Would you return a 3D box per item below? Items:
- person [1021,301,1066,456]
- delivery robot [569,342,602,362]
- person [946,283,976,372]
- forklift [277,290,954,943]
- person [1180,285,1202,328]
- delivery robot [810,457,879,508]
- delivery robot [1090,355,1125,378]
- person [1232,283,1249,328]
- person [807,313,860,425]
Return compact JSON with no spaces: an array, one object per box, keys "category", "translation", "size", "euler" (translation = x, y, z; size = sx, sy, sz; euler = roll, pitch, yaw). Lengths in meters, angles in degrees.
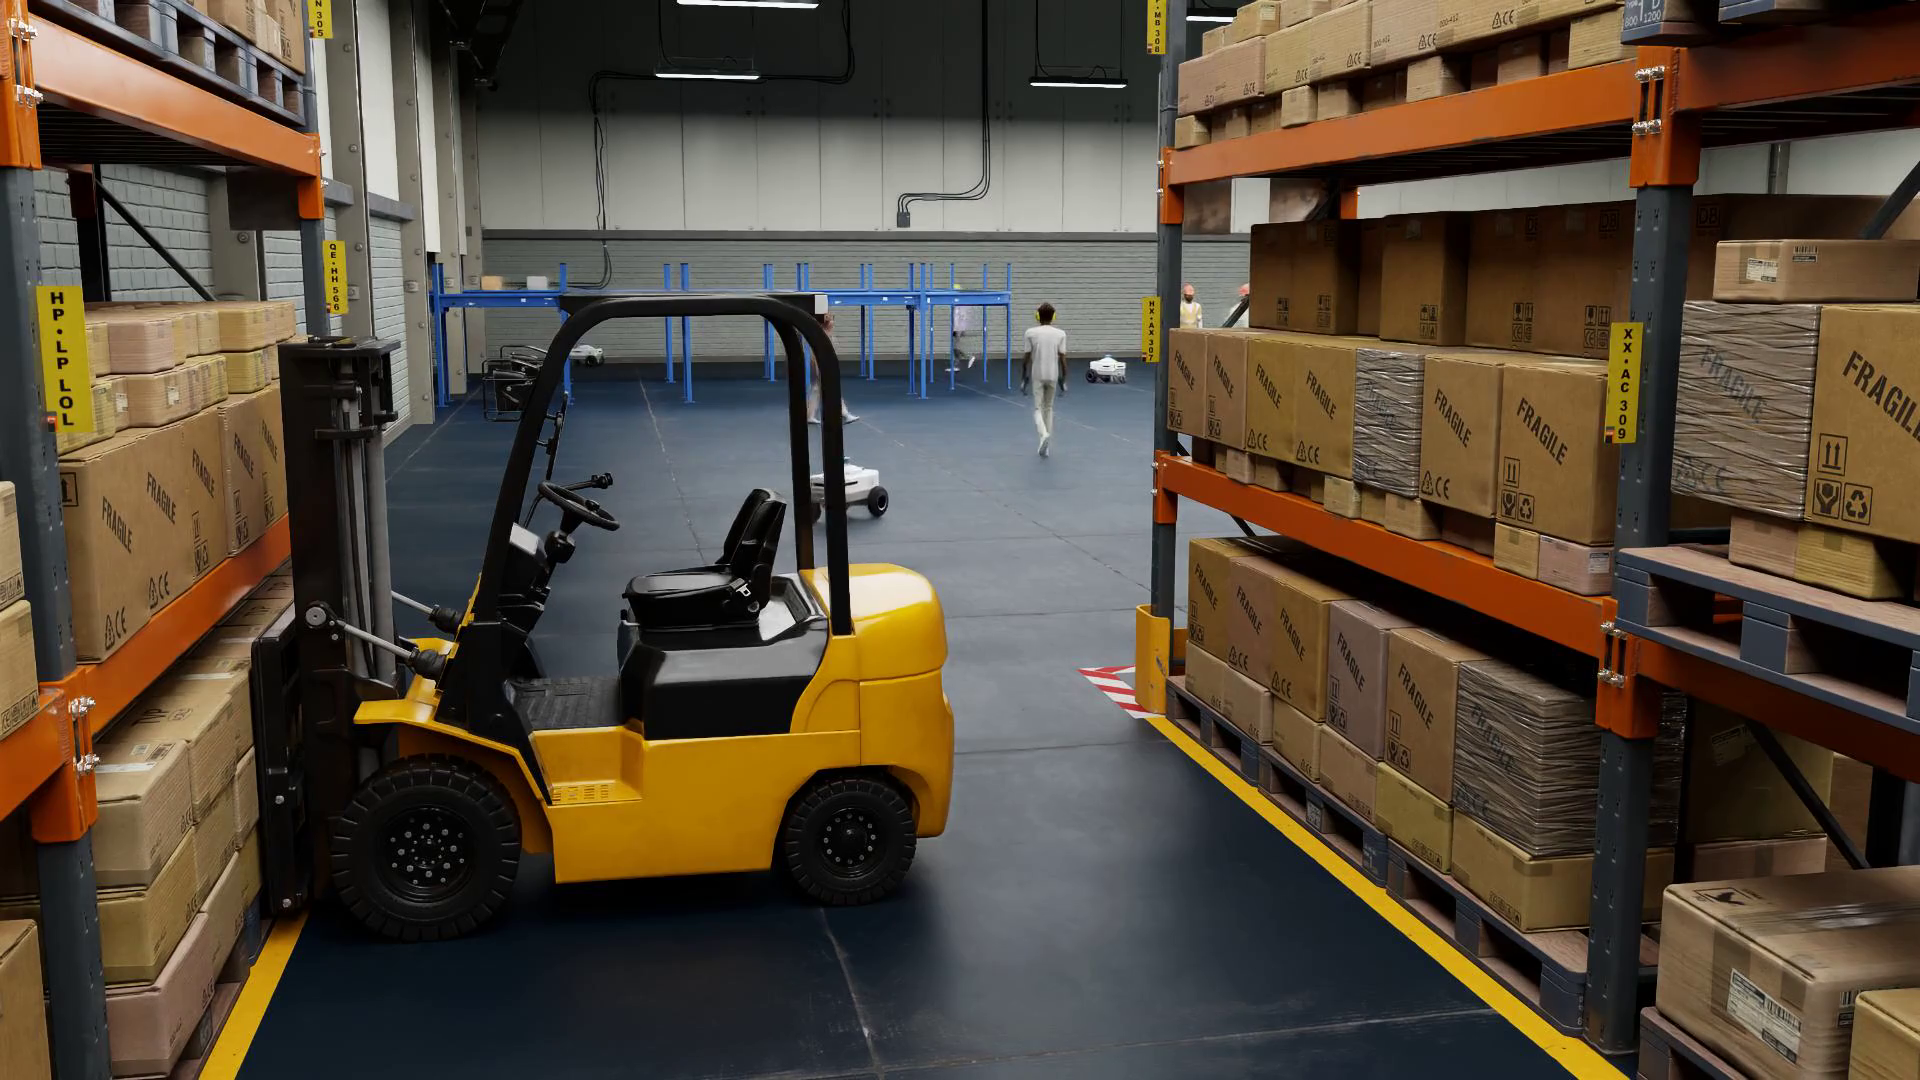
[{"category":"person","translation":[1.007,-1.905,19.752],"size":[0.543,1.849,0.689],"euler":[-1,9,-8]},{"category":"delivery robot","translation":[-8.541,-4.270,37.933],"size":[0.707,0.478,0.477],"euler":[2,10,12]},{"category":"person","translation":[0.005,-4.574,35.842],"size":[0.577,1.899,0.608],"euler":[1,9,6]},{"category":"forklift","translation":[-1.179,0.175,6.143],"size":[2.313,2.155,1.214],"euler":[-2,10,-12]},{"category":"person","translation":[4.565,-4.160,33.344],"size":[0.553,1.901,0.949],"euler":[-2,10,-12]},{"category":"delivery robot","translation":[-1.042,-0.506,14.993],"size":[0.477,0.478,0.707],"euler":[6,11,30]},{"category":"delivery robot","translation":[2.884,-3.377,32.492],"size":[0.477,0.478,0.707],"euler":[-8,12,-41]},{"category":"person","translation":[4.757,-3.266,27.625],"size":[0.649,1.981,0.434],"euler":[-7,12,-38]},{"category":"person","translation":[-1.854,-2.438,23.743],"size":[0.848,1.586,0.537],"euler":[1,9,7]}]
